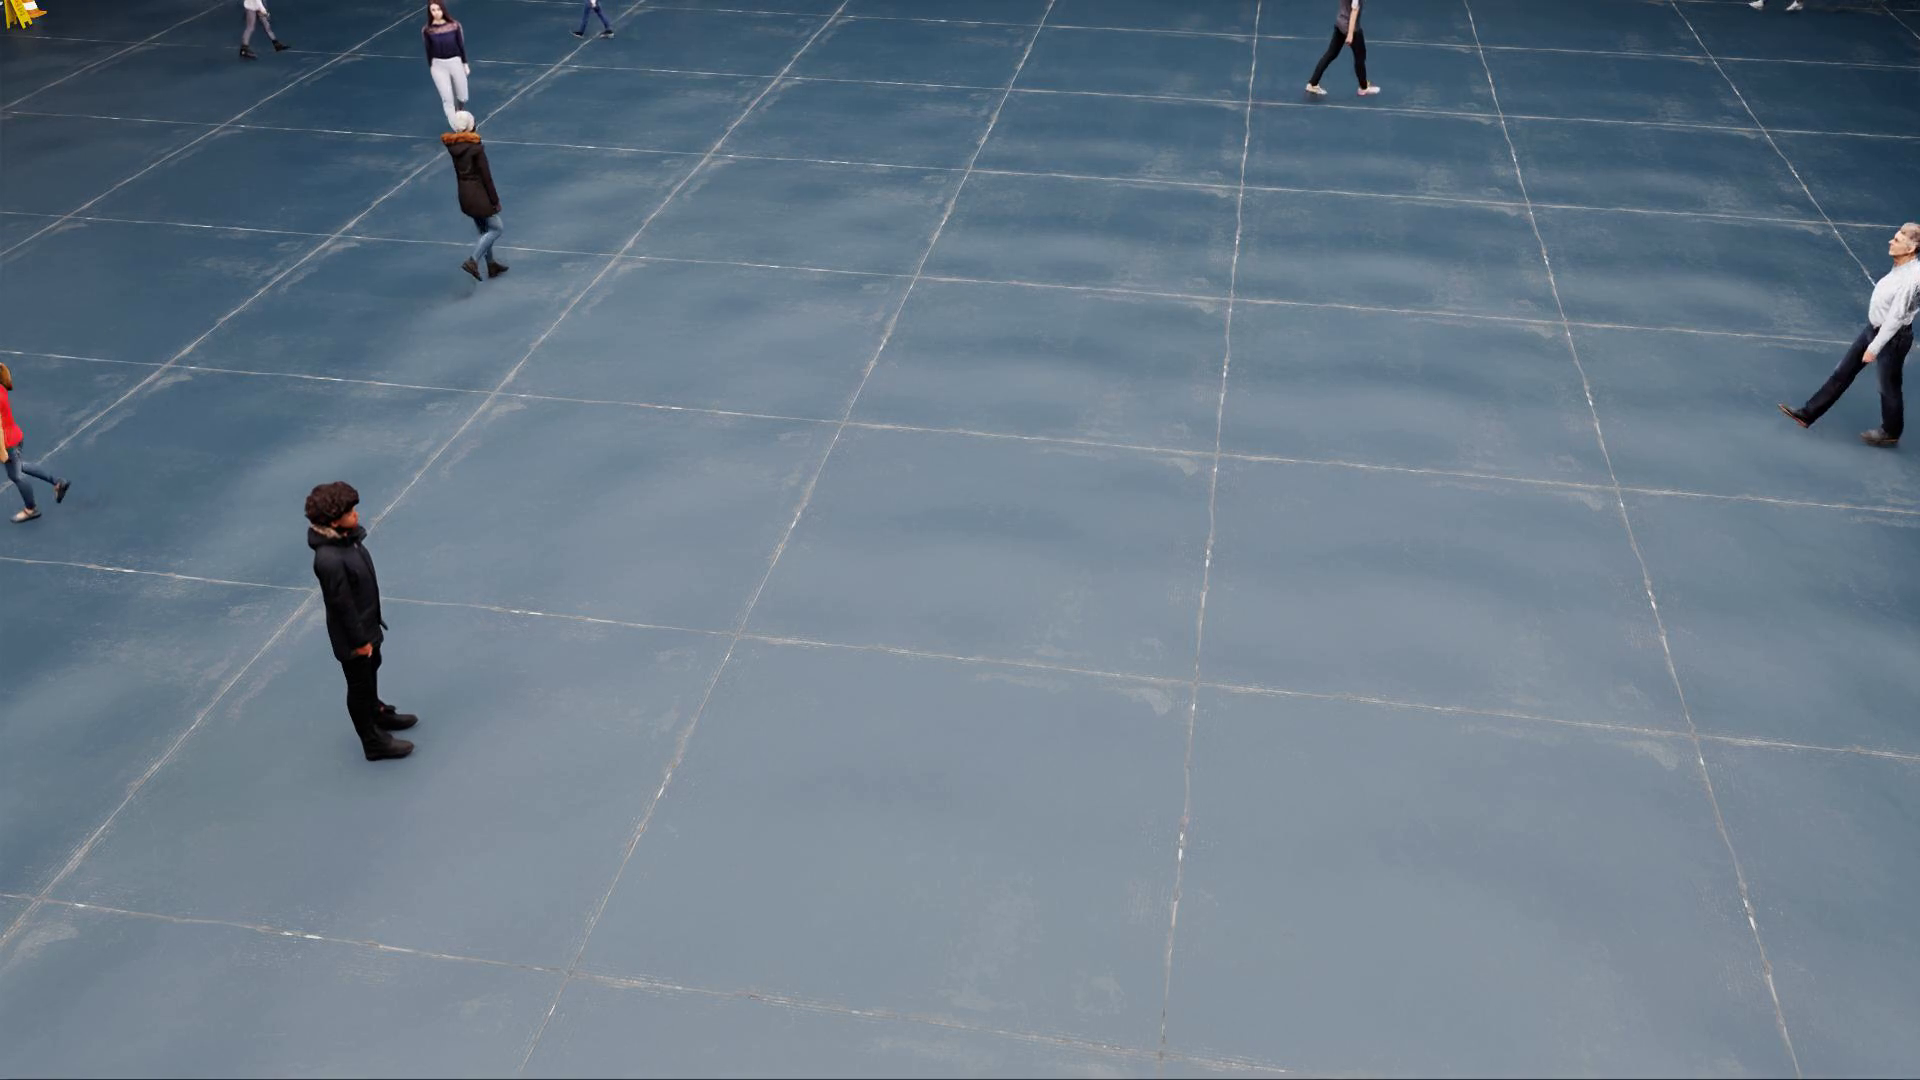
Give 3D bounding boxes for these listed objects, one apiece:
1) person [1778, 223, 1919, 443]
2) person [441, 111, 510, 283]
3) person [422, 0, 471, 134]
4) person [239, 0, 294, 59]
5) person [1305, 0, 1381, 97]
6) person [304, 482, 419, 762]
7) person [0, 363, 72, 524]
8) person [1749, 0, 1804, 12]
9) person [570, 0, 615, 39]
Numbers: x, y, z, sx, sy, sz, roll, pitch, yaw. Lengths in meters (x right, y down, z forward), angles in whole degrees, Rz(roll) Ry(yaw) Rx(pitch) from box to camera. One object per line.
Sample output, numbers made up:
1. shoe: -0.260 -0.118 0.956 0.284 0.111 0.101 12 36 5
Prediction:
1. person: 7.158 -1.522 12.692 1.138 1.773 0.690 6 33 10
2. person: -4.508 -3.159 15.421 0.868 1.629 0.887 21 38 30
3. person: -5.823 -5.365 18.947 0.897 1.598 0.879 -8 33 -13
4. person: -9.316 -6.926 21.751 0.970 1.247 0.784 -11 34 -17
5. person: 4.612 -6.177 20.122 1.268 1.718 0.930 -6 33 -9
6. person: -3.485 0.465 9.542 0.681 1.773 0.693 -4 33 -7
7. person: -6.715 -0.729 11.879 0.756 1.298 0.664 -14 35 -21
8. person: 11.908 -8.338 23.563 1.188 1.702 0.845 -4 32 -7
9. person: -4.954 -7.374 22.615 0.811 1.083 0.512 1 32 2
